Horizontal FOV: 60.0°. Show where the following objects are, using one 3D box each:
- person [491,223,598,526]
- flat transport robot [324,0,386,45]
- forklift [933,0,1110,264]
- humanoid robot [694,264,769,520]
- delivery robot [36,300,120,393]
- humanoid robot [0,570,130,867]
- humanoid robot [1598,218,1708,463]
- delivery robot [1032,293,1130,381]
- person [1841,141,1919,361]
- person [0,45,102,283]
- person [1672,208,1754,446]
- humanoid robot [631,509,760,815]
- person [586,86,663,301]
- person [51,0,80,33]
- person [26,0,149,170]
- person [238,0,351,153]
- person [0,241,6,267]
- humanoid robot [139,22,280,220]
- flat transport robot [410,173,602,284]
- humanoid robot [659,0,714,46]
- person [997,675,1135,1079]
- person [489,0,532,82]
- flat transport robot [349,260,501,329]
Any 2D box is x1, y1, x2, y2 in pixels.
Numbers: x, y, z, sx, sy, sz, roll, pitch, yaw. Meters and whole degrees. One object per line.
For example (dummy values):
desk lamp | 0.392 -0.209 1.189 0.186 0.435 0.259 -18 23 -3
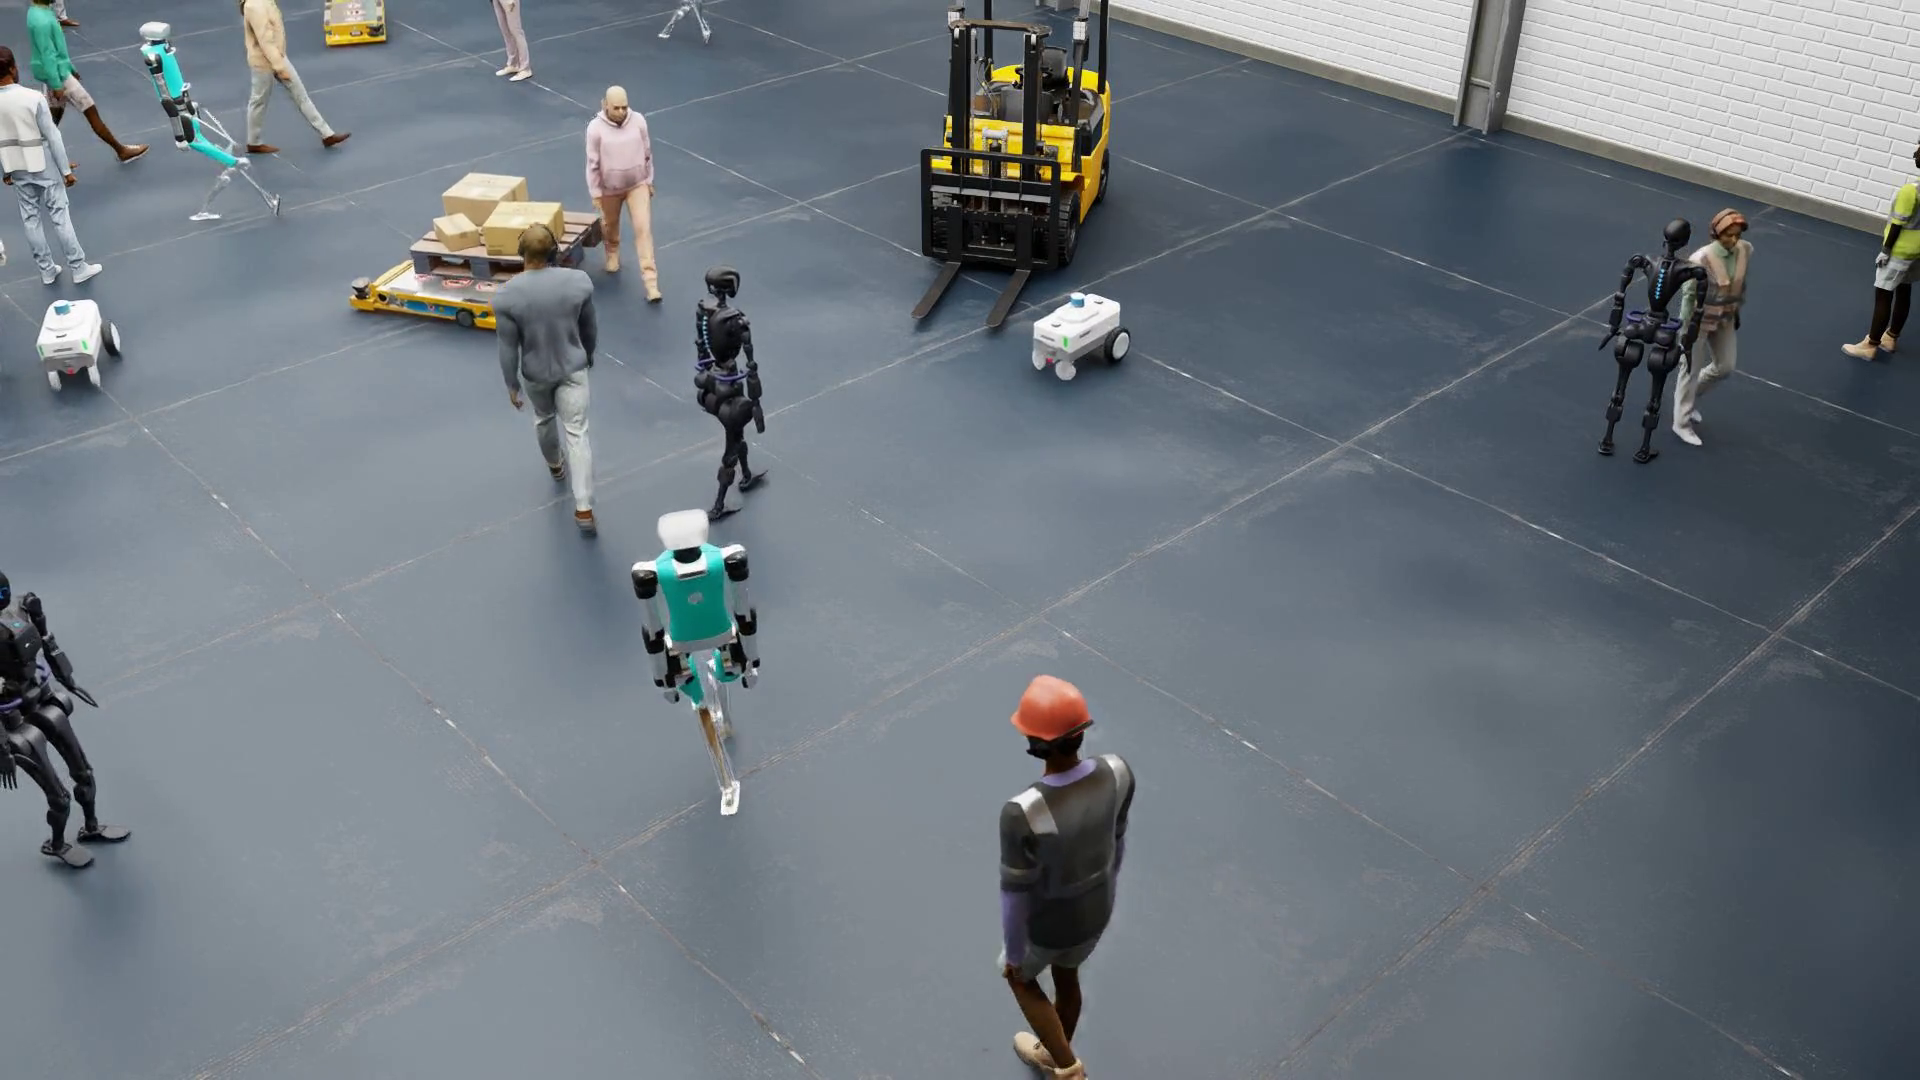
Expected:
person | -2.519 -1.046 10.323 0.618 1.880 1.088 -9 34 -14
flat transport robot | -7.121 -6.124 19.585 0.659 0.231 1.431 -9 34 -14
forklift | 0.570 -3.725 14.138 1.214 2.155 2.313 9 34 13
humanoid robot | -1.410 -0.950 10.354 0.598 1.635 0.649 28 42 35
delivery robot | -6.498 -1.470 12.182 0.499 0.608 0.786 -10 34 -15
humanoid robot | -4.270 0.800 7.655 0.315 1.653 0.609 5 33 8
humanoid robot | 4.511 -1.316 10.892 0.599 1.657 0.315 19 38 27
delivery robot | 0.863 -1.543 12.275 0.525 0.587 0.755 25 41 33
person | 6.898 -2.131 12.144 0.534 1.693 0.319 -20 38 -27
person | -7.367 -2.954 13.204 0.589 1.919 0.393 -1 33 -1
person | 5.021 -1.428 11.112 0.533 1.625 0.411 -11 35 -16
humanoid robot | -1.257 0.458 8.138 0.557 1.774 0.972 -5 33 -7
person | -2.695 -2.818 13.206 0.542 1.698 1.076 -11 35 -17
person | -10.655 -6.750 19.281 0.327 1.647 0.459 7 34 11
person | -8.264 -4.327 15.416 0.960 1.792 0.525 -18 37 -25
person | -6.463 -4.552 15.750 1.015 1.813 0.546 -1 33 -1
person | -7.192 -1.949 11.749 0.638 1.867 0.812 19 38 27
humanoid robot | -6.399 -3.587 14.372 0.919 1.790 0.546 -7 34 -10
flat transport robot | -3.657 -2.221 13.586 0.659 0.231 1.431 7 34 11
humanoid robot | -3.129 -6.467 18.816 1.016 1.785 0.531 15 36 22
person | 0.411 1.431 6.388 0.625 2.008 0.648 -21 38 -29
person | -4.887 -5.809 17.735 0.330 1.760 0.526 -26 41 -34
flat transport robot | -4.040 -1.960 13.186 1.431 0.231 0.659 10 34 15
